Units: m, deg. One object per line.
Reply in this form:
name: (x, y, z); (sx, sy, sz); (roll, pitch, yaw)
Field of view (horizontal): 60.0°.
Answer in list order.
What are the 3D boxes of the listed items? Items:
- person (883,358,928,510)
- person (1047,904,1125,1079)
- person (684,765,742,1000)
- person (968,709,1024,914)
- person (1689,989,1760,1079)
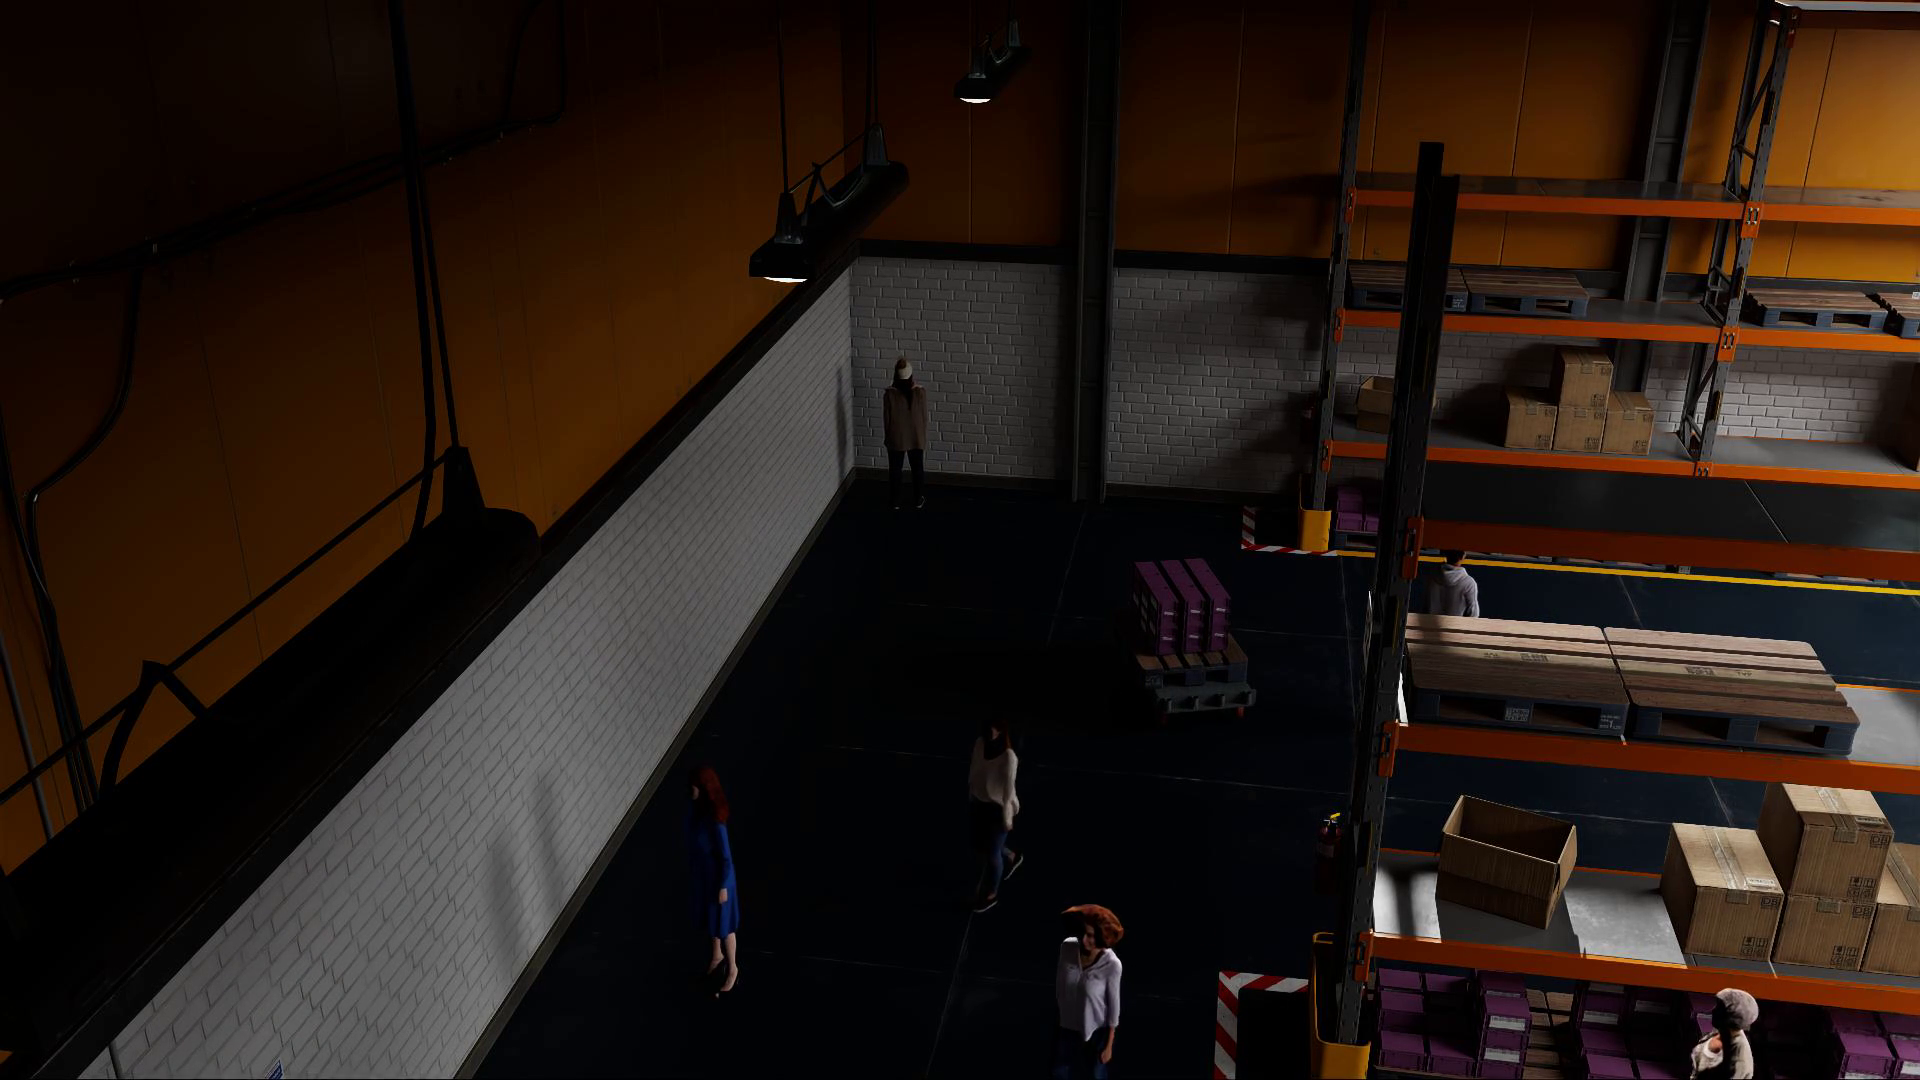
person: (-0.653, -1.283, 19.780); (0.702, 1.890, 0.823); (-3, 24, -7)
person: (0.832, 2.936, 10.357); (0.682, 1.707, 0.801); (15, 27, 30)
person: (-1.715, 2.358, 11.528); (0.766, 1.827, 0.711); (-15, 28, -31)
person: (0.303, 2.003, 12.524); (0.923, 1.682, 0.869); (-17, 29, -34)
person: (4.354, 3.328, 9.431); (1.032, 1.730, 0.647); (5, 24, 11)
